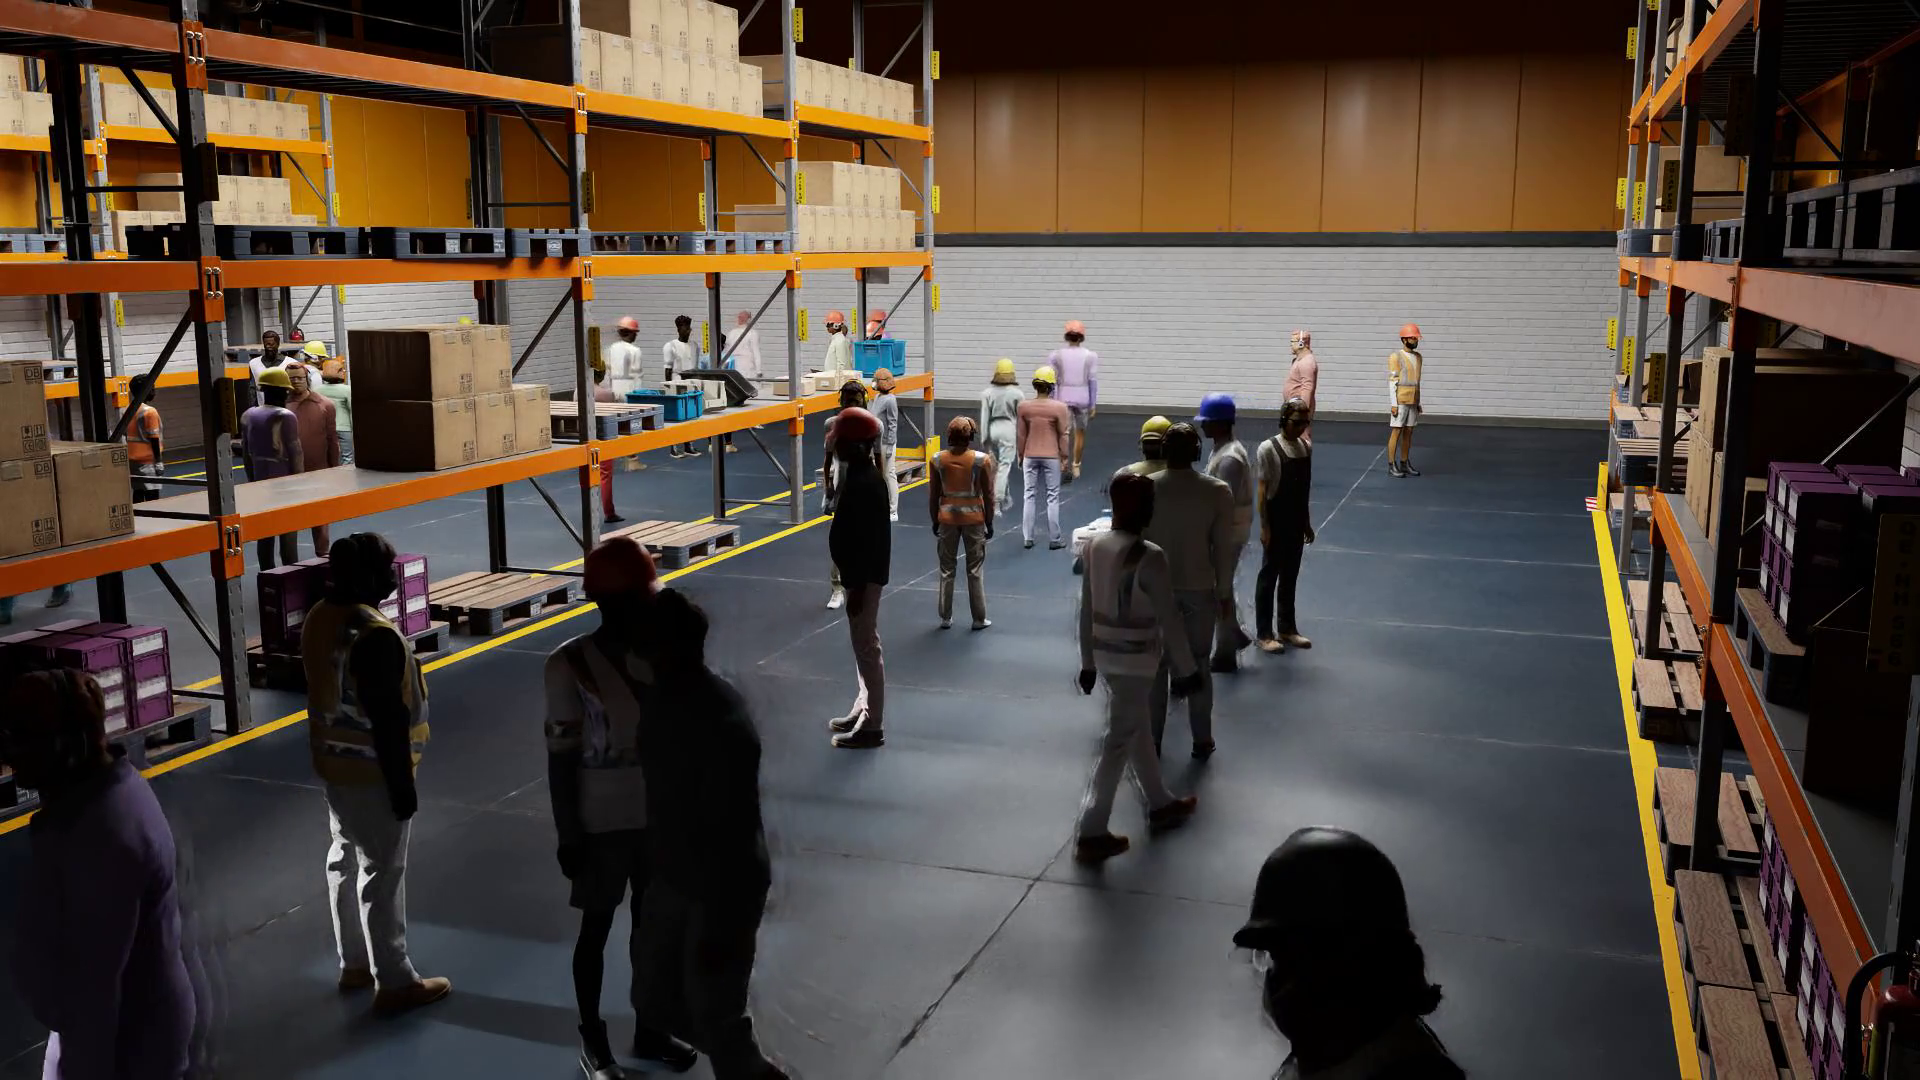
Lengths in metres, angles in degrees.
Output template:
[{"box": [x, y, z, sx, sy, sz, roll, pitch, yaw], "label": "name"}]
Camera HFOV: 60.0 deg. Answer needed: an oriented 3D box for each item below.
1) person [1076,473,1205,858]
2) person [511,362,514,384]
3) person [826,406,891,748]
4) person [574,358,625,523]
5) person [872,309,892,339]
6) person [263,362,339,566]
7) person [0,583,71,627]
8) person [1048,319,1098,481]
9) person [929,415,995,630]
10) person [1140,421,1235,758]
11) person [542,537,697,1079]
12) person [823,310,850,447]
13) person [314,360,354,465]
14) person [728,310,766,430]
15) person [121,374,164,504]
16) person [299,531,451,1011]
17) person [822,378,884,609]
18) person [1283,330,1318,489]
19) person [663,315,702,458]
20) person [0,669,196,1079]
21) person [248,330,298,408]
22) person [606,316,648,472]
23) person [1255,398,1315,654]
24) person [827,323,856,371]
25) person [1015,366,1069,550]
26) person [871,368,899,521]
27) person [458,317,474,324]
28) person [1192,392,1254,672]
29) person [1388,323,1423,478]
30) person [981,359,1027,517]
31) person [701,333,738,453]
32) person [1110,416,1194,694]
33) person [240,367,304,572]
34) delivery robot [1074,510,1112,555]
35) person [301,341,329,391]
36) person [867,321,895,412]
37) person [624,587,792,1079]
[{"box": [0.884, 0.590, 8.072, 0.853, 1.842, 0.584, -5, 11, -28], "label": "person"}, {"box": [-6.770, -2.184, 24.253, 0.523, 1.638, 0.310, -2, 10, -9], "label": "person"}, {"box": [-0.591, 0.213, 9.743, 0.376, 1.997, 0.612, -1, 10, -5], "label": "person"}, {"box": [-3.818, -1.058, 17.551, 0.523, 1.769, 0.309, 4, 11, 21], "label": "person"}, {"box": [-1.252, -2.630, 25.951, 0.572, 1.925, 0.418, 7, 12, 36], "label": "person"}, {"box": [-5.794, -0.613, 14.652, 0.638, 1.909, 0.408, -5, 11, -26], "label": "person"}, {"box": [-7.374, -0.273, 13.091, 0.574, 1.792, 1.013, 0, 10, -1], "label": "person"}, {"box": [1.398, -1.729, 20.642, 0.613, 2.020, 0.878, 1, 10, 5], "label": "person"}, {"box": [0.015, -0.123, 12.645, 0.510, 1.640, 0.308, 2, 10, 13], "label": "person"}, {"box": [1.242, 0.289, 9.484, 0.630, 1.940, 0.373, 2, 10, 9], "label": "person"}, {"box": [-1.159, 0.943, 5.798, 0.358, 1.937, 0.552, 10, 14, 44], "label": "person"}, {"box": [-1.755, -2.269, 23.728, 0.375, 1.995, 0.610, -2, 10, -10], "label": "person"}, {"box": [-7.024, -1.211, 18.780, 0.498, 1.636, 0.281, 1, 10, 4], "label": "person"}, {"box": [-3.350, -2.669, 26.253, 0.702, 1.896, 0.419, 8, 13, 38], "label": "person"}, {"box": [-7.864, -0.757, 16.054, 0.536, 1.694, 0.322, 7, 12, 36], "label": "person"}, {"box": [-2.266, 0.881, 6.421, 0.430, 1.845, 0.620, -9, 14, -42], "label": "person"}, {"box": [-0.854, -0.366, 13.385, 0.517, 1.865, 0.328, 0, 10, -2], "label": "person"}, {"box": [4.089, -1.569, 20.036, 0.400, 1.907, 0.644, 2, 10, 10], "label": "person"}, {"box": [-3.814, -2.122, 22.980, 0.367, 1.964, 0.609, 9, 13, 41], "label": "person"}, {"box": [-2.183, 1.244, 4.250, 0.425, 1.895, 0.653, -7, 12, -34], "label": "person"}, {"box": [-8.120, -1.525, 19.755, 0.593, 1.920, 0.391, -1, 10, -7], "label": "person"}, {"box": [-4.338, -1.863, 21.375, 0.639, 2.020, 0.639, 8, 13, 39], "label": "person"}, {"box": [2.357, -0.111, 12.013, 0.504, 1.840, 0.345, -7, 12, -36], "label": "person"}, {"box": [-1.987, -2.835, 27.975, 0.519, 1.624, 0.527, 0, 10, 0], "label": "person"}, {"box": [0.798, -0.788, 16.032, 0.528, 1.767, 0.330, 4, 11, 21], "label": "person"}, {"box": [-0.817, -1.009, 17.640, 0.280, 1.636, 0.500, -5, 11, -26], "label": "person"}, {"box": [-7.952, -2.717, 26.895, 0.328, 1.767, 0.532, -2, 10, -11], "label": "person"}, {"box": [1.779, -0.047, 11.369, 0.444, 1.930, 0.631, 1, 10, 5], "label": "person"}, {"box": [5.641, -1.760, 21.010, 0.545, 1.943, 0.347, -7, 12, -35], "label": "person"}, {"box": [0.466, -1.112, 18.096, 0.499, 1.706, 0.911, 4, 11, 20], "label": "person"}, {"box": [-3.377, -2.059, 23.385, 0.540, 1.696, 0.316, 3, 10, 14], "label": "person"}, {"box": [1.279, 0.105, 10.850, 0.588, 1.821, 0.404, 2, 10, 11], "label": "person"}, {"box": [-5.669, -0.473, 13.828, 0.584, 1.919, 0.382, 4, 11, 22], "label": "person"}, {"box": [1.326, -0.029, 14.900, 0.477, 0.478, 0.707, 8, 13, 38], "label": "delivery robot"}, {"box": [-7.452, -1.395, 19.290, 0.403, 1.823, 0.586, -8, 13, -39], "label": "person"}, {"box": [-1.104, -1.904, 21.862, 0.541, 1.932, 0.382, 3, 11, 18], "label": "person"}, {"box": [-0.785, 1.080, 5.089, 0.445, 1.924, 0.621, -7, 12, -35], "label": "person"}]
